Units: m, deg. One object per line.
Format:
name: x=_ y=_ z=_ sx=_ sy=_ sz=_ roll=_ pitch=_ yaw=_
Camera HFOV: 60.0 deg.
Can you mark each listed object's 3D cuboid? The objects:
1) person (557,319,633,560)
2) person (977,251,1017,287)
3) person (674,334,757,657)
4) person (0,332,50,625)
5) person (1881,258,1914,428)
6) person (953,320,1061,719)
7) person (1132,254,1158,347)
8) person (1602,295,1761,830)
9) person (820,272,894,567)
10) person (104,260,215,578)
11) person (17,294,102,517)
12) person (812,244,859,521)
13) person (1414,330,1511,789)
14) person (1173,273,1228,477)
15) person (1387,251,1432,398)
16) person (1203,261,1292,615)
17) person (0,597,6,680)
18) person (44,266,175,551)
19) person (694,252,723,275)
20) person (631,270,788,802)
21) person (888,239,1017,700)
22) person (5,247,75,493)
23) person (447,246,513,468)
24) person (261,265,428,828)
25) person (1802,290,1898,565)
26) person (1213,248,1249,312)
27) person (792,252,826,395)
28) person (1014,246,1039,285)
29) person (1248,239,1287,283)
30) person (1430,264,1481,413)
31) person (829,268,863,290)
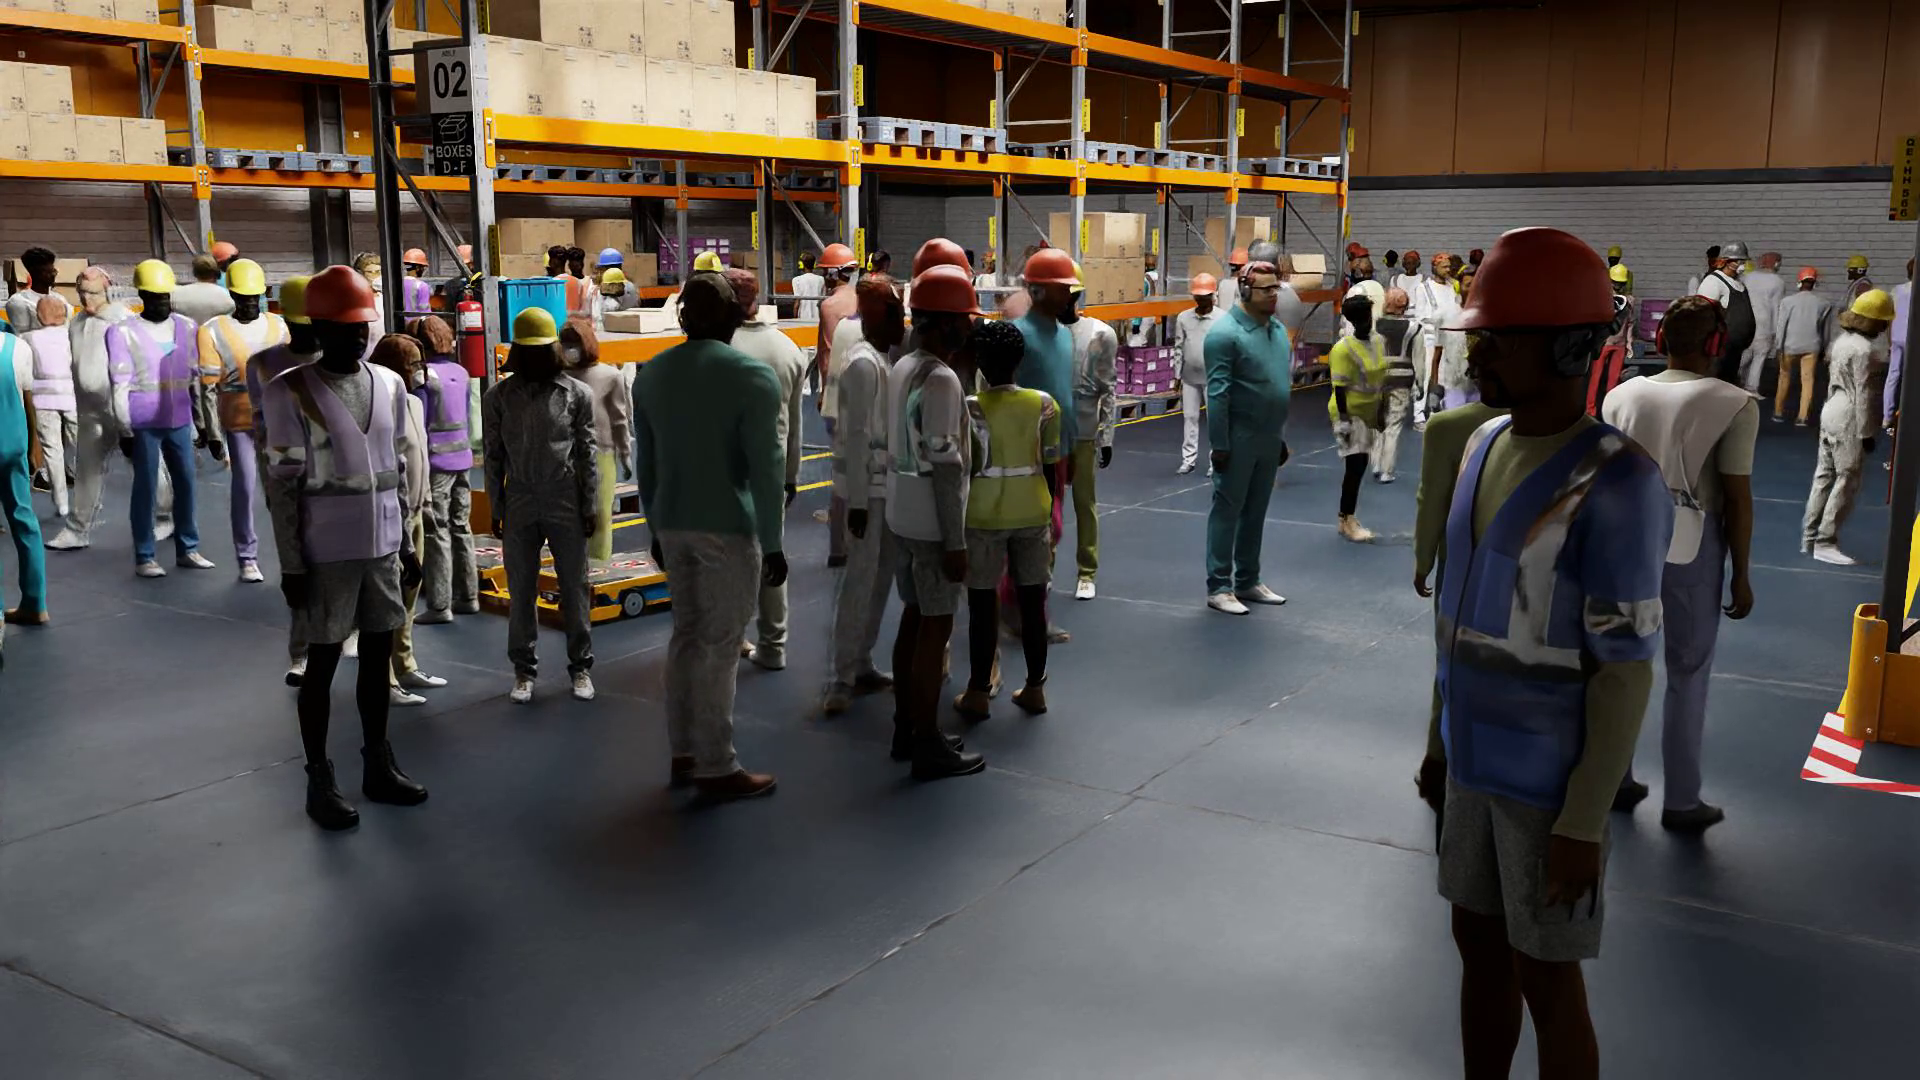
person: x=-2.145 y=-0.466 z=9.486 sx=0.537 sy=1.591 sz=0.798 roll=0 pitch=10 yaw=2
person: x=0.492 y=-2.767 z=21.324 sx=0.589 sy=1.916 sz=0.400 roll=7 pitch=12 yaw=33
person: x=-1.200 y=-0.248 z=7.978 sx=0.536 sy=1.692 sz=0.321 roll=-9 pitch=14 yaw=-41
person: x=-4.996 y=-0.430 z=8.580 sx=0.341 sy=1.839 sz=0.504 roll=5 pitch=11 yaw=26
person: x=10.142 y=-2.095 z=17.783 sx=0.346 sy=1.845 sz=0.505 roll=-4 pitch=11 yaw=-23
person: x=0.180 y=-0.079 z=7.044 sx=0.532 sy=1.694 sz=0.319 roll=-4 pitch=11 yaw=-22
person: x=2.528 y=-2.950 z=22.578 sx=0.429 sy=1.831 sz=0.630 roll=6 pitch=12 yaw=31
person: x=2.454 y=0.077 z=5.778 sx=0.388 sy=1.837 sz=0.563 roll=-6 pitch=12 yaw=-32
person: x=-0.629 y=-0.704 z=10.109 sx=0.424 sy=1.831 sz=0.679 roll=-5 pitch=11 yaw=-27
person: x=-4.803 y=-0.712 z=10.018 sx=0.474 sy=1.916 sz=0.601 roll=6 pitch=12 yaw=32
person: x=-6.577 y=-0.972 z=12.145 sx=0.534 sy=1.632 sz=0.366 roll=-6 pitch=12 yaw=-29
person: x=-0.859 y=-1.131 z=12.020 sx=0.381 sy=1.994 sz=0.622 roll=4 pitch=11 yaw=21
person: x=1.897 y=0.072 z=6.020 sx=0.527 sy=1.761 sz=0.340 roll=0 pitch=10 yaw=-1
person: x=2.081 y=-1.414 z=14.282 sx=0.567 sy=1.744 sz=0.349 roll=7 pitch=12 yaw=33
person: x=5.779 y=-2.778 z=21.465 sx=0.576 sy=1.882 sz=0.355 roll=6 pitch=12 yaw=31
person: x=1.602 y=-0.558 z=9.098 sx=0.643 sy=1.908 sz=0.399 roll=-10 pitch=14 yaw=-44
person: x=-2.519 y=0.366 z=3.800 sx=0.614 sy=1.967 sz=0.627 roll=-4 pitch=11 yaw=-21
person: x=-5.598 y=-0.861 z=10.928 sx=0.719 sy=1.849 sz=0.916 roll=5 pitch=11 yaw=24
person: x=-2.324 y=-1.668 z=15.233 sx=0.409 sy=1.917 sz=0.585 roll=2 pitch=10 yaw=13
person: x=-0.914 y=-0.014 z=6.076 sx=0.648 sy=1.918 sz=0.442 roll=6 pitch=12 yaw=30
person: x=-0.050 y=-0.298 z=7.335 sx=0.612 sy=2.029 sz=0.409 roll=4 pitch=11 yaw=21
person: x=-7.366 y=-1.371 z=13.433 sx=0.367 sy=1.967 sz=0.603 roll=1 pitch=10 yaw=7
person: x=-4.233 y=-1.671 z=14.887 sx=0.678 sy=2.000 sz=0.537 roll=-5 pitch=11 yaw=-25
person: x=-2.115 y=0.020 z=5.808 sx=0.373 sy=1.934 sz=0.551 roll=7 pitch=12 yaw=34
person: x=5.625 y=-0.713 z=10.514 sx=0.349 sy=1.705 sz=0.608 roll=2 pitch=10 yaw=9
person: x=3.028 y=-2.228 z=18.261 sx=0.373 sy=1.934 sz=0.551 roll=-7 pitch=13 yaw=-35
person: x=-1.979 y=-2.837 z=21.841 sx=0.533 sy=1.864 sz=0.311 roll=-6 pitch=12 yaw=-32
person: x=1.013 y=-3.233 z=23.831 sx=0.373 sy=1.939 sz=0.629 roll=-6 pitch=12 yaw=-30
person: x=3.477 y=-2.521 z=19.600 sx=0.538 sy=2.000 sz=0.684 roll=-9 pitch=14 yaw=-41
person: x=3.738 y=-1.081 z=12.176 sx=0.534 sy=1.848 sz=0.676 roll=1 pitch=10 yaw=5
person: x=-1.134 y=-2.182 z=18.105 sx=0.602 sy=1.906 sz=0.411 roll=-5 pitch=11 yaw=-24
